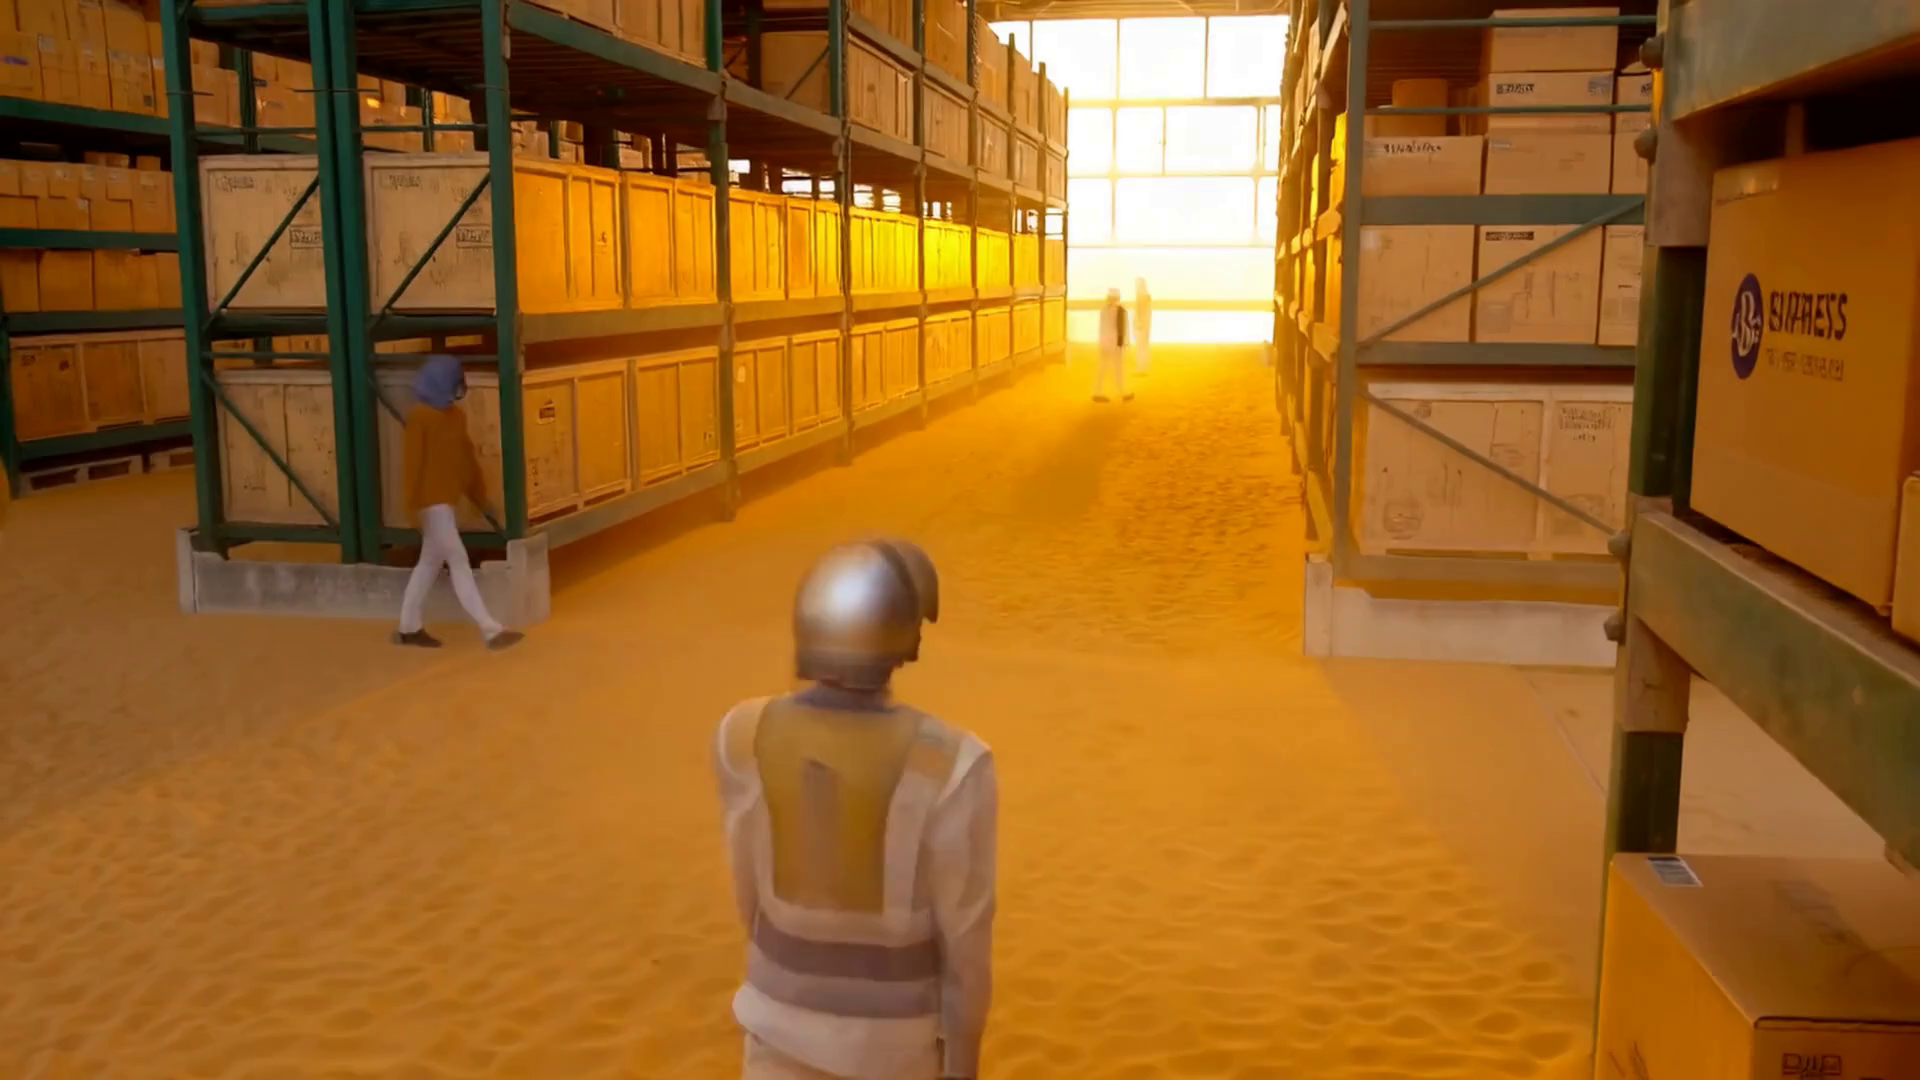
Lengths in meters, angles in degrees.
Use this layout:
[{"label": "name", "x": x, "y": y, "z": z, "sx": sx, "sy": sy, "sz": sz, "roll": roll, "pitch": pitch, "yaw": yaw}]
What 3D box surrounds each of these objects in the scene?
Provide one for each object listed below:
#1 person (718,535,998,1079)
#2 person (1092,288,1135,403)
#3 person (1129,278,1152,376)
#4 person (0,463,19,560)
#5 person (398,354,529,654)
[{"label": "person", "x": -0.142, "y": 0.783, "z": 2.791, "sx": 0.516, "sy": 1.589, "sz": 0.871, "roll": 4, "pitch": 10, "yaw": 21}, {"label": "person", "x": 2.411, "y": -3.022, "z": 25.896, "sx": 0.913, "sy": 1.760, "sz": 0.650, "roll": -7, "pitch": 12, "yaw": -38}, {"label": "person", "x": 3.531, "y": -4.159, "z": 32.551, "sx": 0.400, "sy": 1.900, "sz": 0.636, "roll": 4, "pitch": 10, "yaw": 22}, {"label": "person", "x": -4.580, "y": -0.061, "z": 7.435, "sx": 0.593, "sy": 1.803, "sz": 0.961, "roll": -7, "pitch": 12, "yaw": -37}, {"label": "person", "x": -2.666, "y": -0.178, "z": 8.785, "sx": 0.865, "sy": 1.586, "sz": 0.521, "roll": 2, "pitch": 9, "yaw": 11}]
